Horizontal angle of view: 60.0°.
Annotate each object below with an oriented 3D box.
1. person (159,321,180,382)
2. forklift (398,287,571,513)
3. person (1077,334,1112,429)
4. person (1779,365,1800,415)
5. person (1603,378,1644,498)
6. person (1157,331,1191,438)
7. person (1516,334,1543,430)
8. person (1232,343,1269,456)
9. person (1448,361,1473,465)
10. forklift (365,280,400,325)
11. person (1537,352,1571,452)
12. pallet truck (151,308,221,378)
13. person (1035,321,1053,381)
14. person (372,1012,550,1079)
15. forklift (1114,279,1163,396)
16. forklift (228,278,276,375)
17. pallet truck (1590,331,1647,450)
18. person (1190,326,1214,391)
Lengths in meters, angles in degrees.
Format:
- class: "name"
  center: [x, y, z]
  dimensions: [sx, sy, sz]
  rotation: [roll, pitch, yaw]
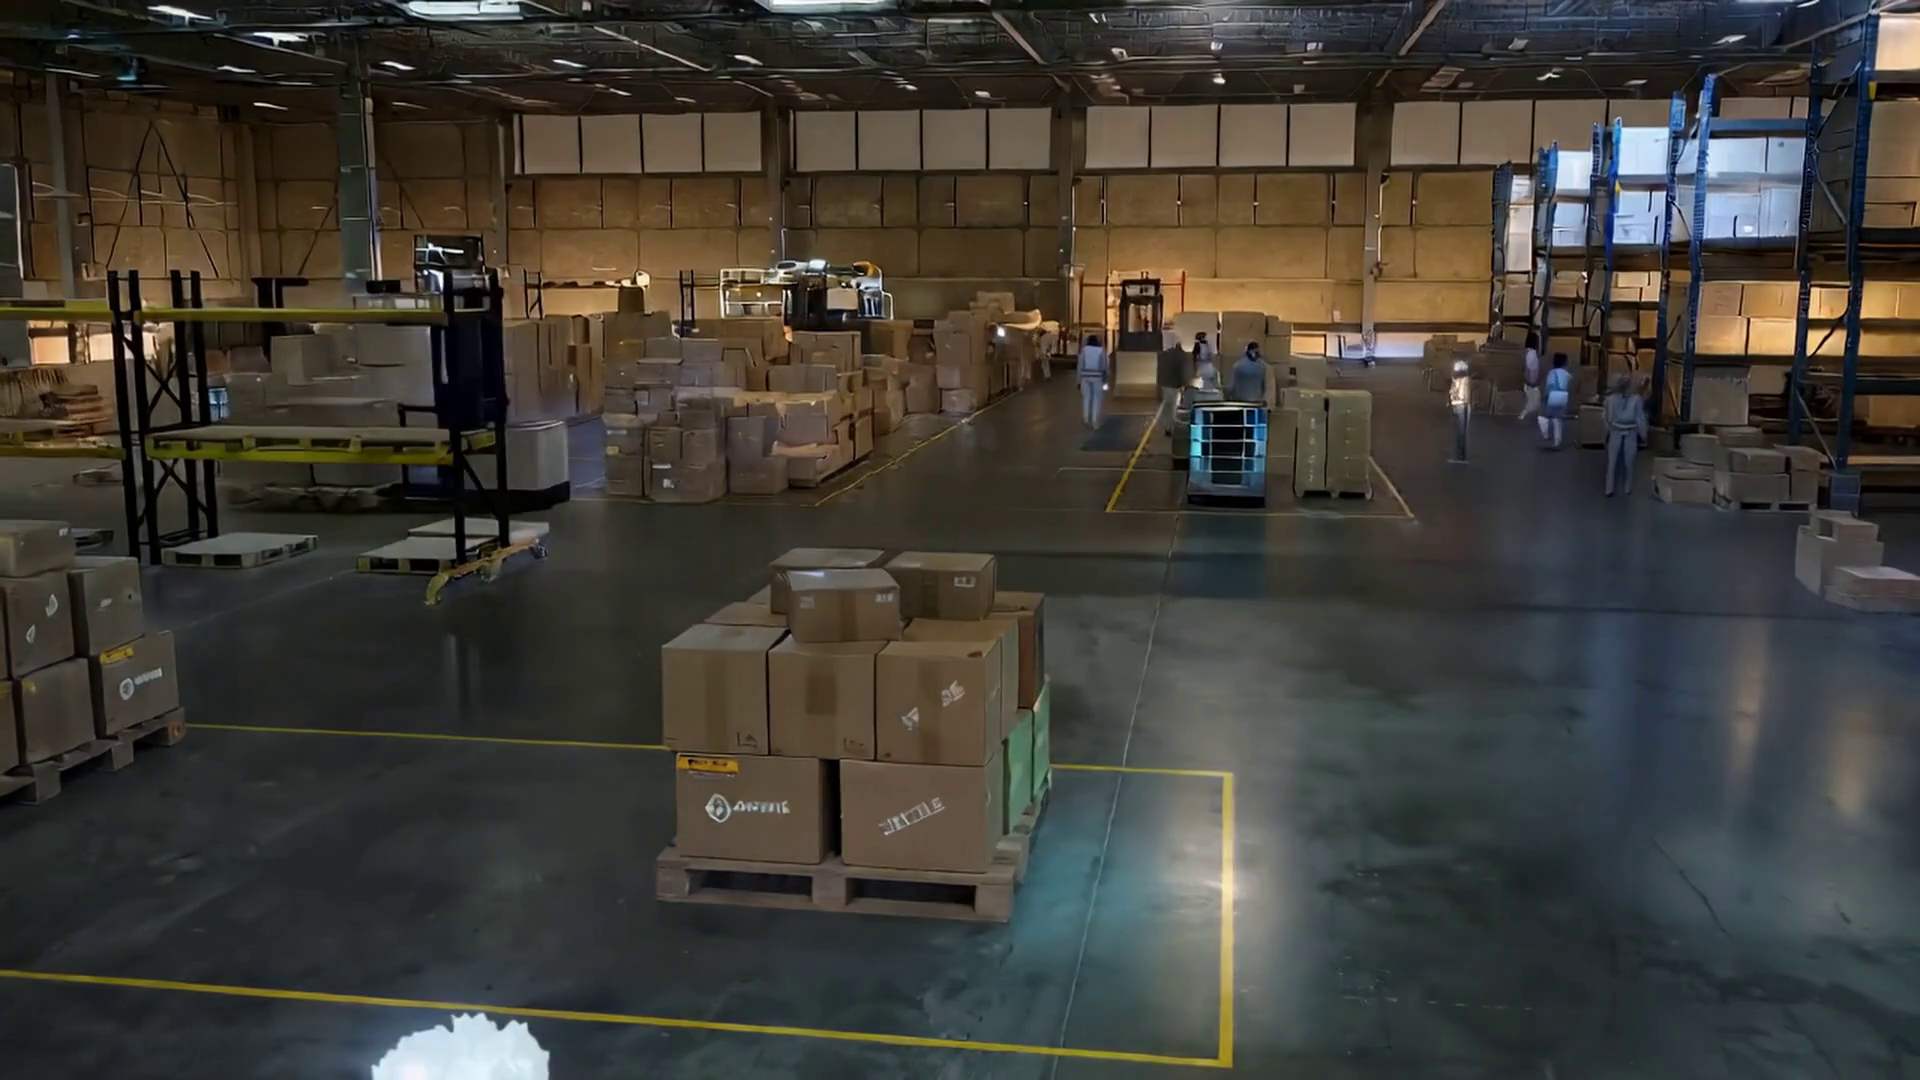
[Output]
- class: "person"
  center: [-21.584, -5.280, 45.409]
  dimensions: [0.367, 1.928, 0.584]
  rotation: [5, 10, 27]
- class: "forklift"
  center: [-6.026, -1.798, 21.003]
  dimensions: [1.873, 2.768, 1.129]
  rotation: [1, 9, 9]
- class: "person"
  center: [2.615, -3.053, 32.003]
  dimensions: [0.665, 1.819, 0.735]
  rotation: [3, 10, 18]
- class: "person"
  center: [15.425, -2.910, 30.885]
  dimensions: [0.519, 1.896, 0.586]
  rotation: [4, 10, 22]
- class: "person"
  center: [8.927, -1.385, 22.390]
  dimensions: [0.513, 1.601, 0.827]
  rotation: [5, 10, 27]
- class: "person"
  center: [3.843, -2.810, 30.145]
  dimensions: [0.676, 1.953, 0.729]
  rotation: [-4, 10, -23]
- class: "person"
  center: [10.845, -2.983, 31.551]
  dimensions: [0.451, 1.823, 0.648]
  rotation: [3, 10, 17]
- class: "person"
  center: [4.763, -2.342, 27.530]
  dimensions: [0.645, 1.870, 1.098]
  rotation: [-2, 9, -13]
- class: "person"
  center: [7.838, -1.983, 25.993]
  dimensions: [0.318, 1.631, 0.524]
  rotation: [-1, 9, -4]
- class: "forklift"
  center: [-12.326, -4.179, 35.686]
  dimensions: [1.873, 2.768, 1.129]
  rotation: [1, 9, 9]
- class: "person"
  center: [9.951, -2.312, 27.870]
  dimensions: [0.552, 1.670, 0.504]
  rotation: [-6, 11, -31]
- class: "pallet truck"
  center: [-21.869, -5.598, 47.154]
  dimensions: [0.823, 1.965, 1.885]
  rotation: [4, 10, 26]
- class: "person"
  center: [2.334, -5.154, 45.450]
  dimensions: [0.568, 1.657, 0.752]
  rotation: [-5, 10, -27]
- class: "person"
  center: [-0.704, 1.654, 2.524]
  dimensions: [0.367, 1.966, 0.606]
  rotation: [-7, 12, -38]
- class: "forklift"
  center: [4.357, -4.923, 40.279]
  dimensions: [1.129, 2.768, 1.873]
  rotation: [1, 9, 9]
- class: "forklift"
  center: [-17.894, -5.356, 42.944]
  dimensions: [1.873, 2.768, 1.129]
  rotation: [-3, 10, -18]
- class: "pallet truck"
  center: [11.253, -2.573, 28.499]
  dimensions: [0.823, 1.965, 1.885]
  rotation: [5, 10, 27]
- class: "person"
  center: [4.845, -3.355, 33.576]
  dimensions: [0.559, 1.918, 0.501]
  rotation: [-9, 13, -43]
